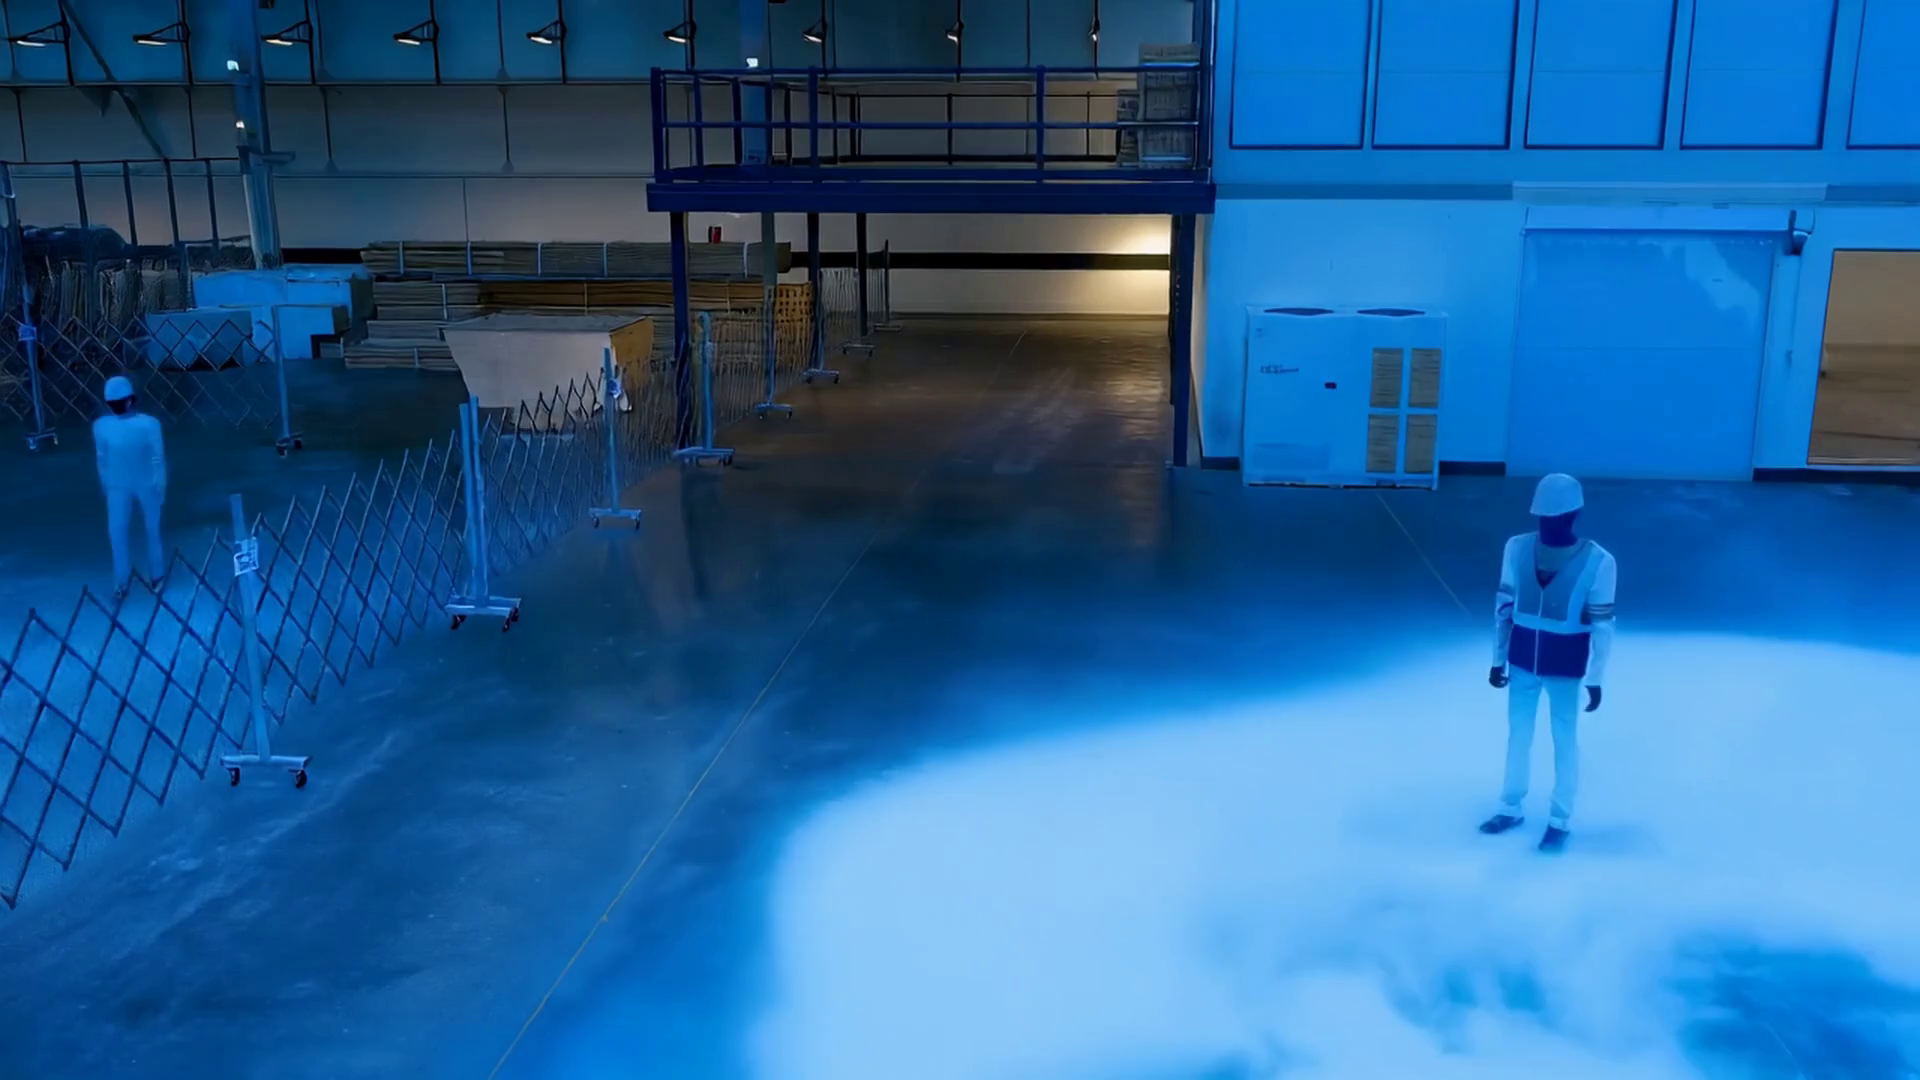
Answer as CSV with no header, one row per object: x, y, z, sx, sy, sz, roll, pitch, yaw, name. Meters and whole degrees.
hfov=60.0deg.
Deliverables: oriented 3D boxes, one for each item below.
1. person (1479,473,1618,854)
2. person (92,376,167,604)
2.923,0.607,8.295,0.595,1.924,0.375,13,19,42,person
-6.345,-0.379,12.729,0.527,1.740,0.771,-3,14,-11,person
